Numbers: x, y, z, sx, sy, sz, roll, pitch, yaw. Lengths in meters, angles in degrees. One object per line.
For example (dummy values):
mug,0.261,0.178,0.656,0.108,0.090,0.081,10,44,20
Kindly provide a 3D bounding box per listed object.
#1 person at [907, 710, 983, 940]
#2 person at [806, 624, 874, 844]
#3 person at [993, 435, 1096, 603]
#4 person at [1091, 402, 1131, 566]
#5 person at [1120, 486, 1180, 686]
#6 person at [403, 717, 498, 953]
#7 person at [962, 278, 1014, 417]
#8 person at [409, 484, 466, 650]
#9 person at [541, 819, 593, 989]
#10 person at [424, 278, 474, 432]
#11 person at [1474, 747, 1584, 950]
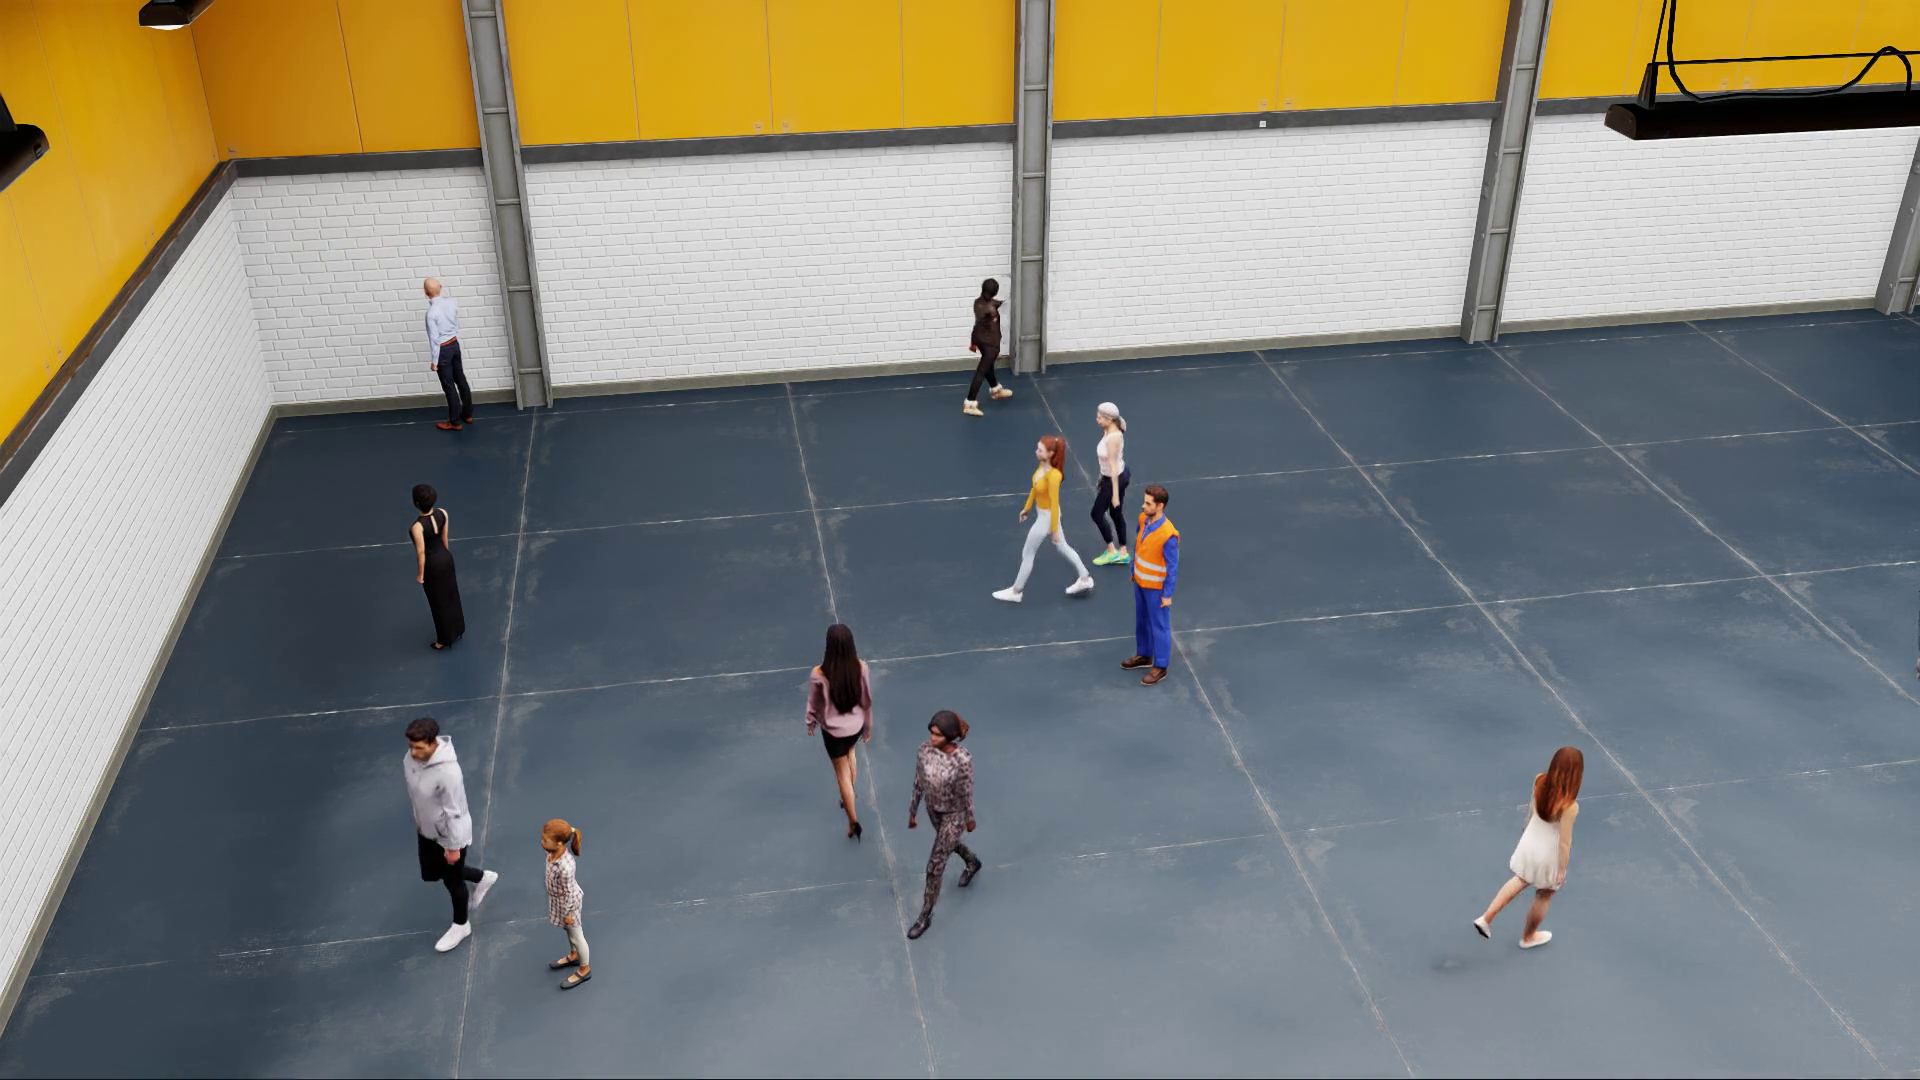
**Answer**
person,-0.052,1.890,11.650,1.093,1.666,1.165,20,34,32
person,-0.832,1.475,12.283,0.774,1.789,0.787,-13,31,-22
person,0.904,-0.181,15.407,1.216,1.706,0.661,-3,29,-5
person,1.582,-0.527,16.069,0.727,1.679,0.719,1,29,2
person,1.654,0.368,14.236,0.735,1.862,0.775,-15,32,-26
person,-3.430,1.933,11.320,0.957,1.907,1.015,20,34,32
person,0.454,-2.290,19.318,0.863,1.660,1.142,-5,29,-10
person,-4.643,0.232,14.754,0.667,1.604,0.653,11,30,19
person,-2.624,2.392,11.100,0.612,1.312,0.596,-15,32,-26
person,-5.824,-2.111,18.858,0.746,1.789,0.729,12,31,20
person,3.847,2.117,11.202,0.923,1.696,0.694,-11,31,-20
